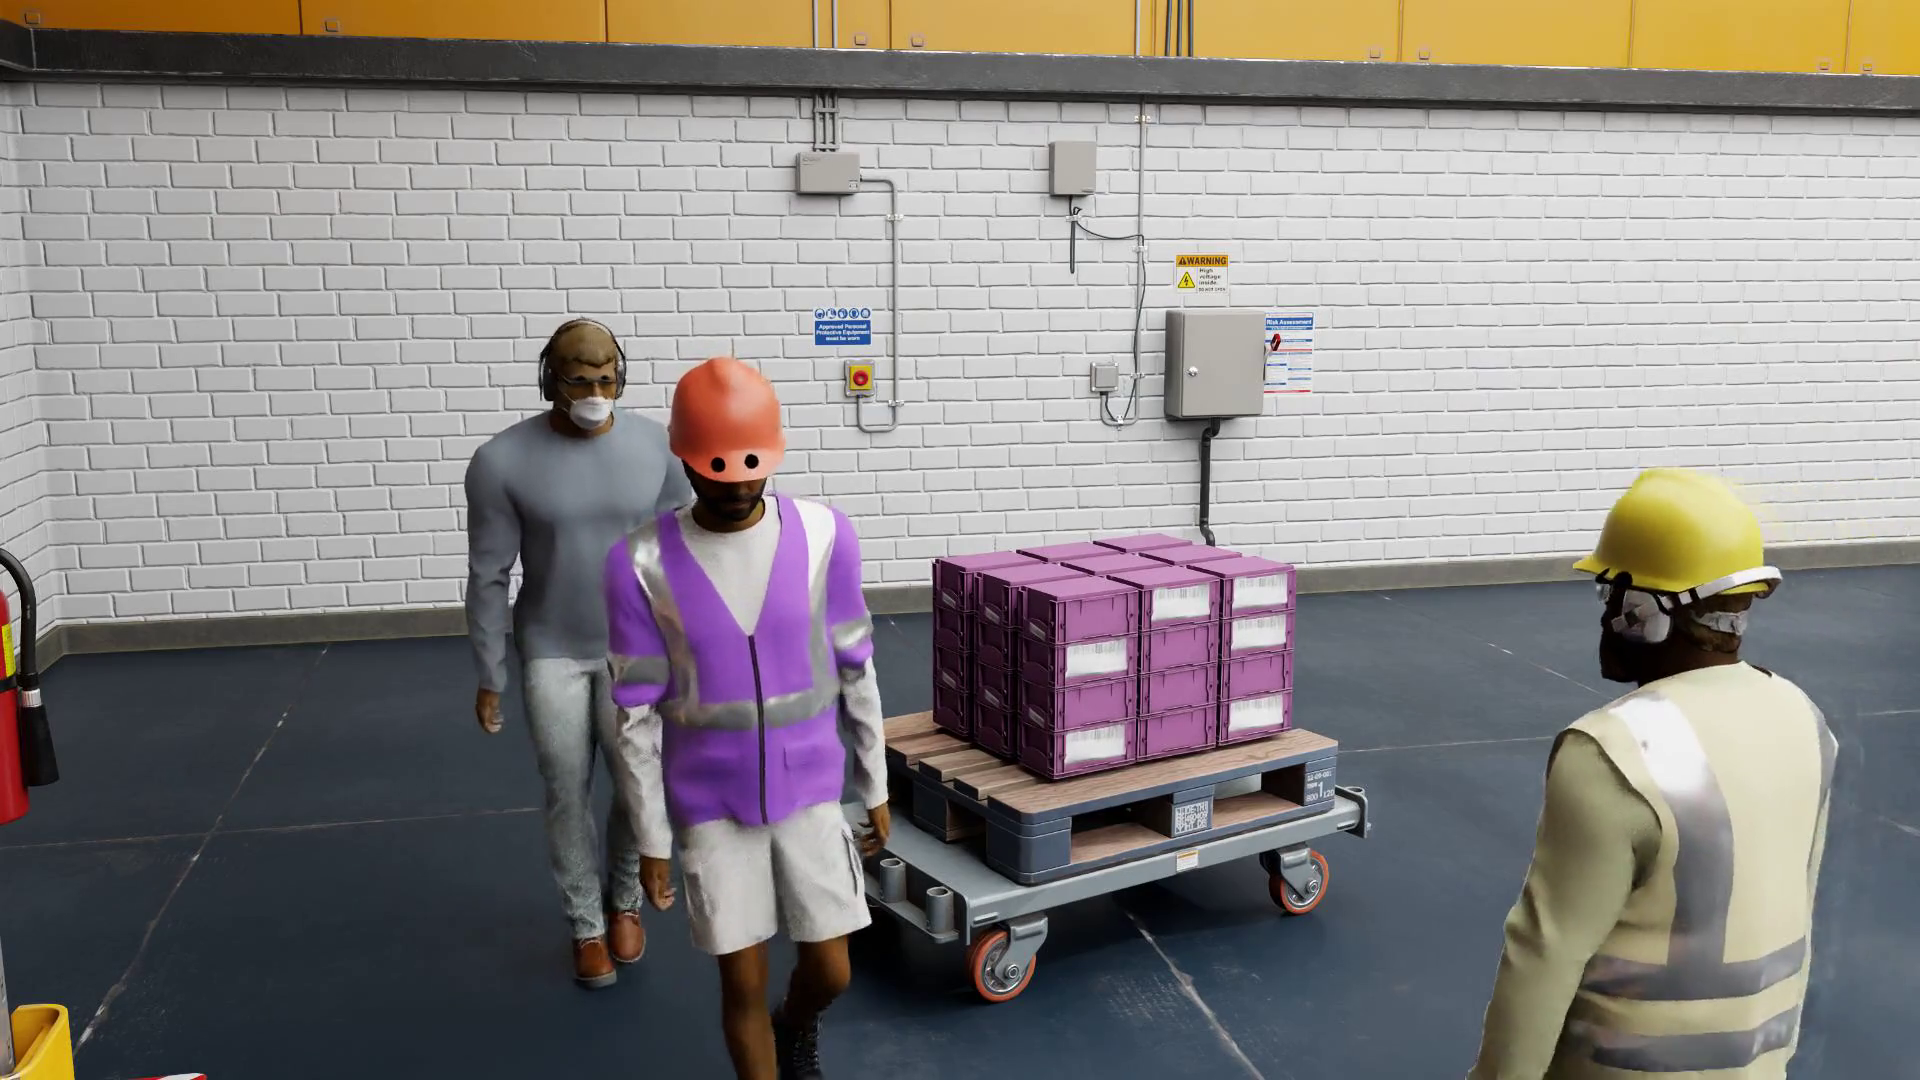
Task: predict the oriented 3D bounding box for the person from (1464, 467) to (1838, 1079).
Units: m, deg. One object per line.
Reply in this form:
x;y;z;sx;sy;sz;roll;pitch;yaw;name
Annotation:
1.096;0.789;2.551;0.589;1.799;0.901;-8;13;-38;person

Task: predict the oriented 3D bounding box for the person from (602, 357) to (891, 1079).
-0.445;0.550;3.573;0.602;1.899;0.591;-3;11;-15;person

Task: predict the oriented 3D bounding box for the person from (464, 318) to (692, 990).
-1.043;0.340;4.679;0.665;1.915;0.449;-4;11;-19;person
